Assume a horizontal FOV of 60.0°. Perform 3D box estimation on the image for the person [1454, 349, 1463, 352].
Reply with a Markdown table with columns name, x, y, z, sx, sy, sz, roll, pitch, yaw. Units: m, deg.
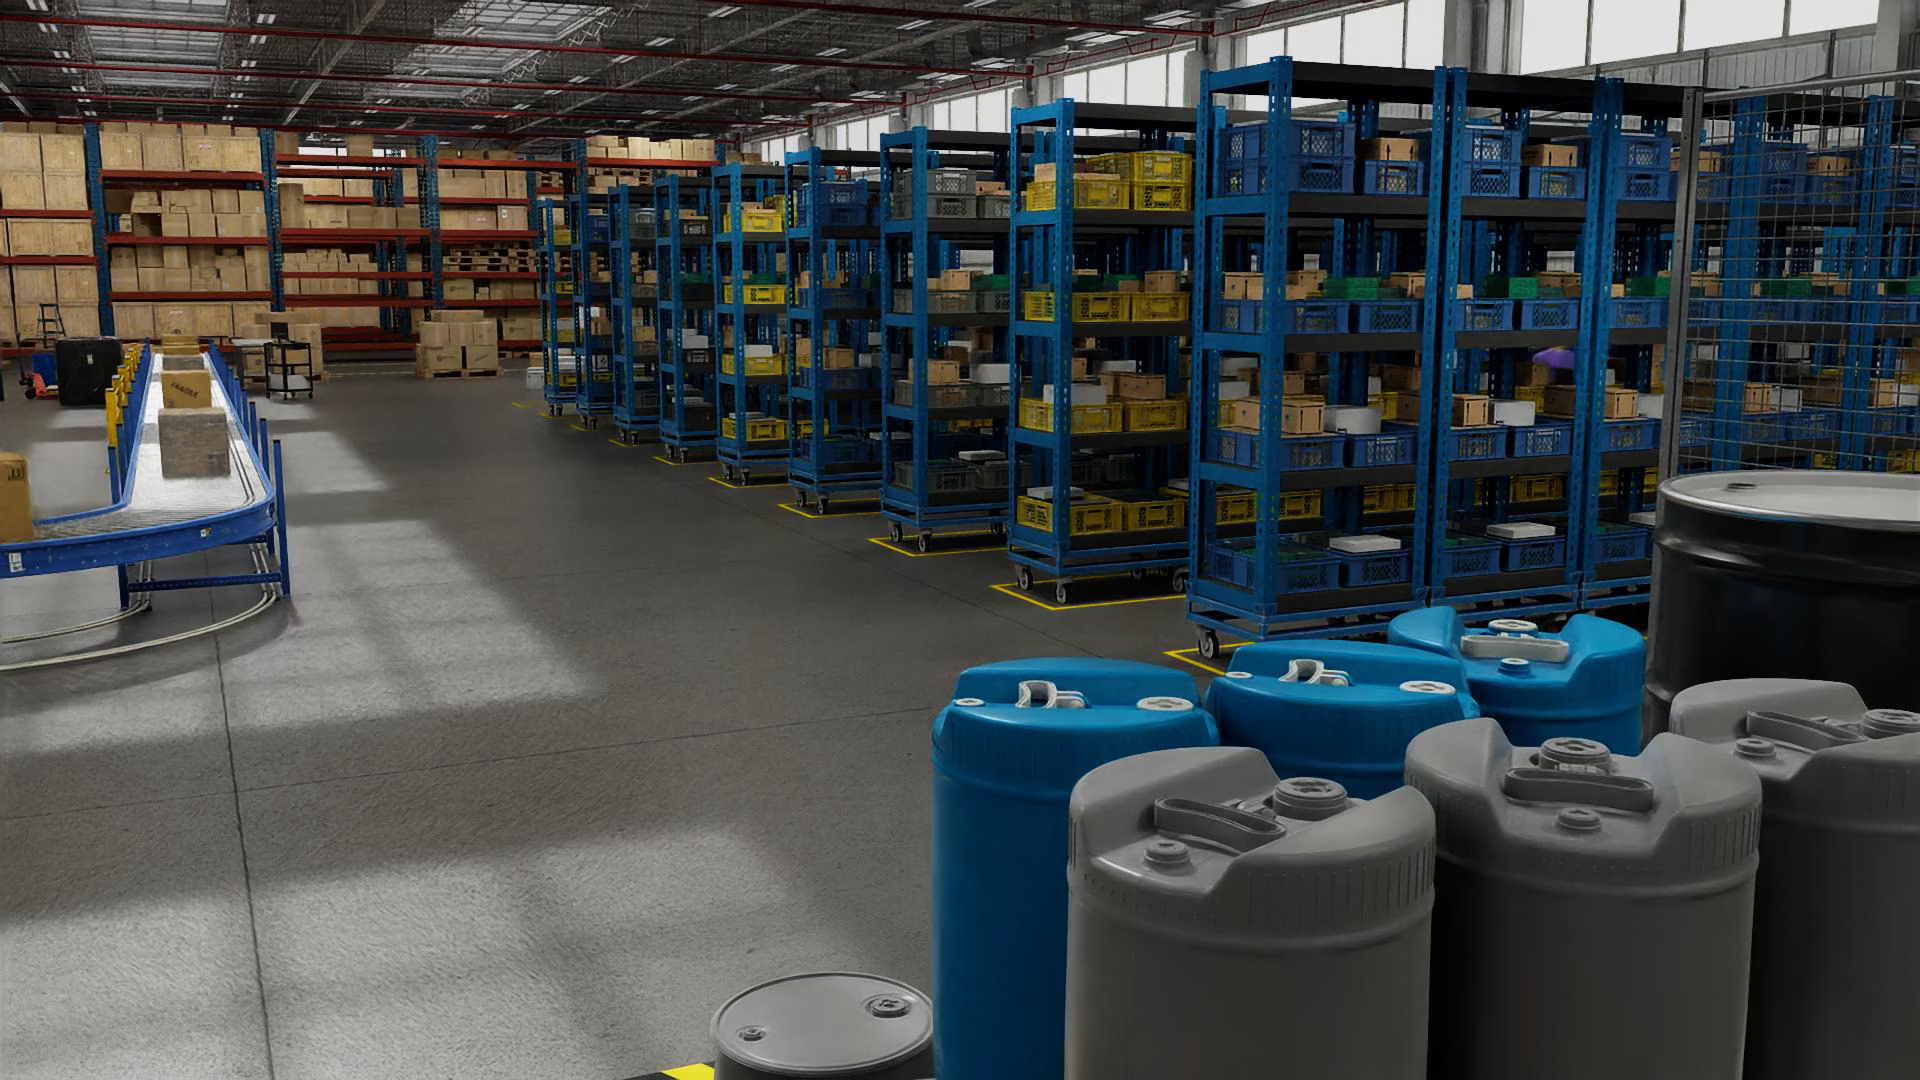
| name | x | y | z | sx | sy | sz | roll | pitch | yaw |
| --- | --- | --- | --- | --- | --- | --- | --- | --- | --- |
| person | 6.362 | -1.998 | 21.721 | 0.403 | 1.834 | 0.588 | -5 | 11 | -30 |

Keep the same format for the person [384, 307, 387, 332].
| name | x | y | z | sx | sy | sz | roll | pitch | yaw |
| --- | --- | --- | --- | --- | --- | --- | --- | --- | --- |
| person | -20.962 | -8.228 | 60.654 | 0.321 | 1.743 | 0.488 | -5 | 11 | -30 |

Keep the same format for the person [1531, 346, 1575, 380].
| name | x | y | z | sx | sy | sz | roll | pitch | yaw |
| --- | --- | --- | --- | --- | --- | --- | --- | --- | --- |
| person | 6.572 | -1.471 | 18.465 | 0.583 | 1.830 | 0.440 | -4 | 10 | -24 |

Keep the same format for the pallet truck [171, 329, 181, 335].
| name | x | y | z | sx | sy | sz | roll | pitch | yaw |
| --- | --- | --- | --- | --- | --- | --- | --- | --- | --- |
| pallet truck | -17.275 | -3.851 | 35.096 | 1.601 | 1.201 | 0.680 | 0 | 9 | 1 |

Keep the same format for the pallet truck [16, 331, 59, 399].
| name | x | y | z | sx | sy | sz | roll | pitch | yaw |
| --- | --- | --- | --- | --- | --- | --- | --- | --- | --- |
| pallet truck | -17.082 | -3.353 | 31.781 | 1.630 | 1.274 | 0.653 | -4 | 10 | -25 |
